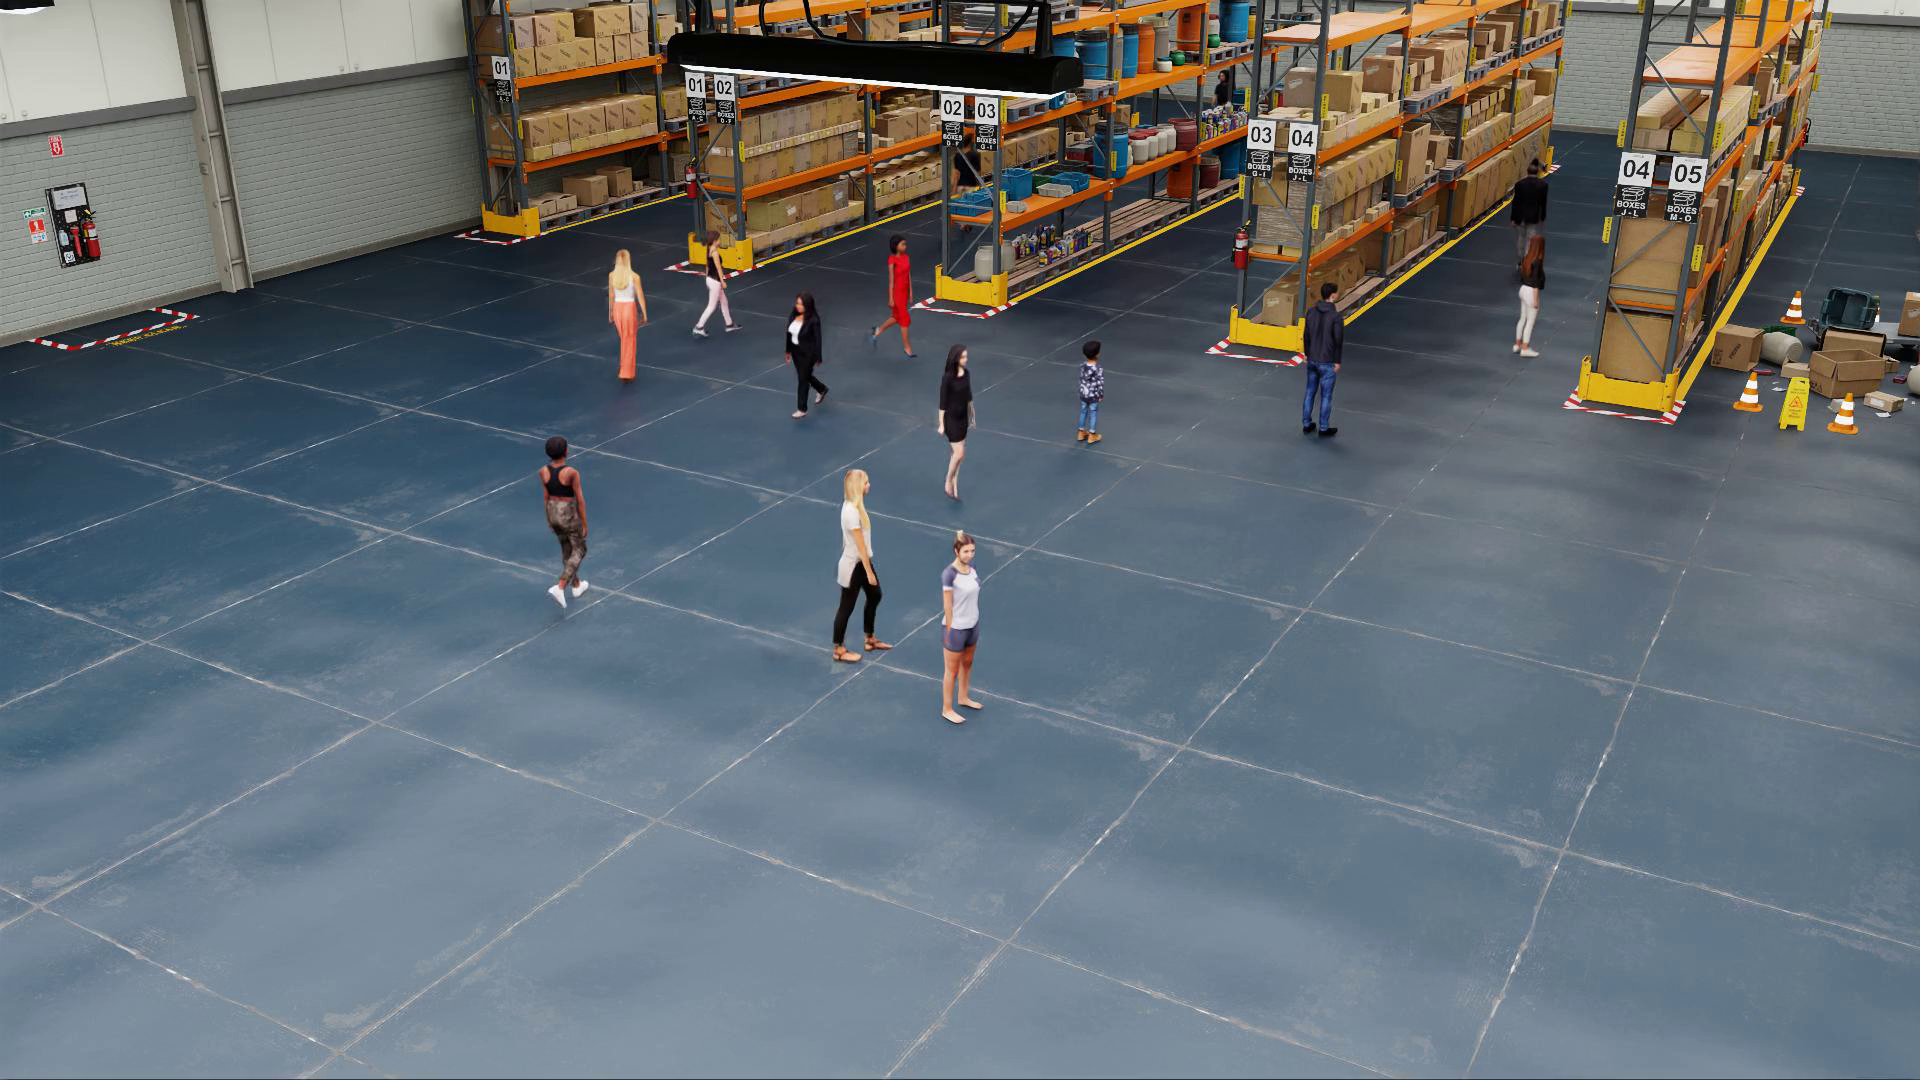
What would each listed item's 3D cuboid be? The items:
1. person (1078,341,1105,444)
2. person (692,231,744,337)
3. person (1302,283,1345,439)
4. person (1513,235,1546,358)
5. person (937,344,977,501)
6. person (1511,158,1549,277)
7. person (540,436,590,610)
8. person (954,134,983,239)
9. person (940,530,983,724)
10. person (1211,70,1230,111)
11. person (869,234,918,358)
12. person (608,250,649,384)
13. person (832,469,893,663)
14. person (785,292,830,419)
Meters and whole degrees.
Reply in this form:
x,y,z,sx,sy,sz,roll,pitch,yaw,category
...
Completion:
x,y,z,sx,sy,sz,roll,pitch,yaw,category
1.573,-1.800,20.132,0.505,1.248,0.501,16,28,33,person
-3.647,-3.720,24.286,1.087,1.530,0.915,-11,25,-24,person
4.398,-2.195,20.240,0.674,1.890,0.730,-21,31,-40,person
8.004,-3.448,23.433,0.766,1.698,0.671,-1,23,-3,person
-0.109,-1.288,18.229,0.728,1.794,0.574,19,29,37,person
9.431,-5.345,27.602,0.813,1.925,1.207,9,25,20,person
-3.755,-0.148,15.694,0.732,1.680,1.052,7,24,16,person
0.112,-6.409,30.226,0.736,1.831,1.151,9,25,20,person
0.000,0.701,13.771,0.667,1.623,0.487,16,28,33,person
6.198,-10.028,38.785,1.198,1.792,0.877,-21,31,-40,person
-0.919,-3.433,23.372,0.627,1.717,0.963,12,26,27,person
-4.494,-2.953,22.148,0.750,1.791,0.859,7,24,17,person
-1.022,0.250,14.594,0.862,1.809,0.830,-1,23,-2,person
-1.915,-2.370,21.040,0.740,1.585,1.091,17,28,35,person
